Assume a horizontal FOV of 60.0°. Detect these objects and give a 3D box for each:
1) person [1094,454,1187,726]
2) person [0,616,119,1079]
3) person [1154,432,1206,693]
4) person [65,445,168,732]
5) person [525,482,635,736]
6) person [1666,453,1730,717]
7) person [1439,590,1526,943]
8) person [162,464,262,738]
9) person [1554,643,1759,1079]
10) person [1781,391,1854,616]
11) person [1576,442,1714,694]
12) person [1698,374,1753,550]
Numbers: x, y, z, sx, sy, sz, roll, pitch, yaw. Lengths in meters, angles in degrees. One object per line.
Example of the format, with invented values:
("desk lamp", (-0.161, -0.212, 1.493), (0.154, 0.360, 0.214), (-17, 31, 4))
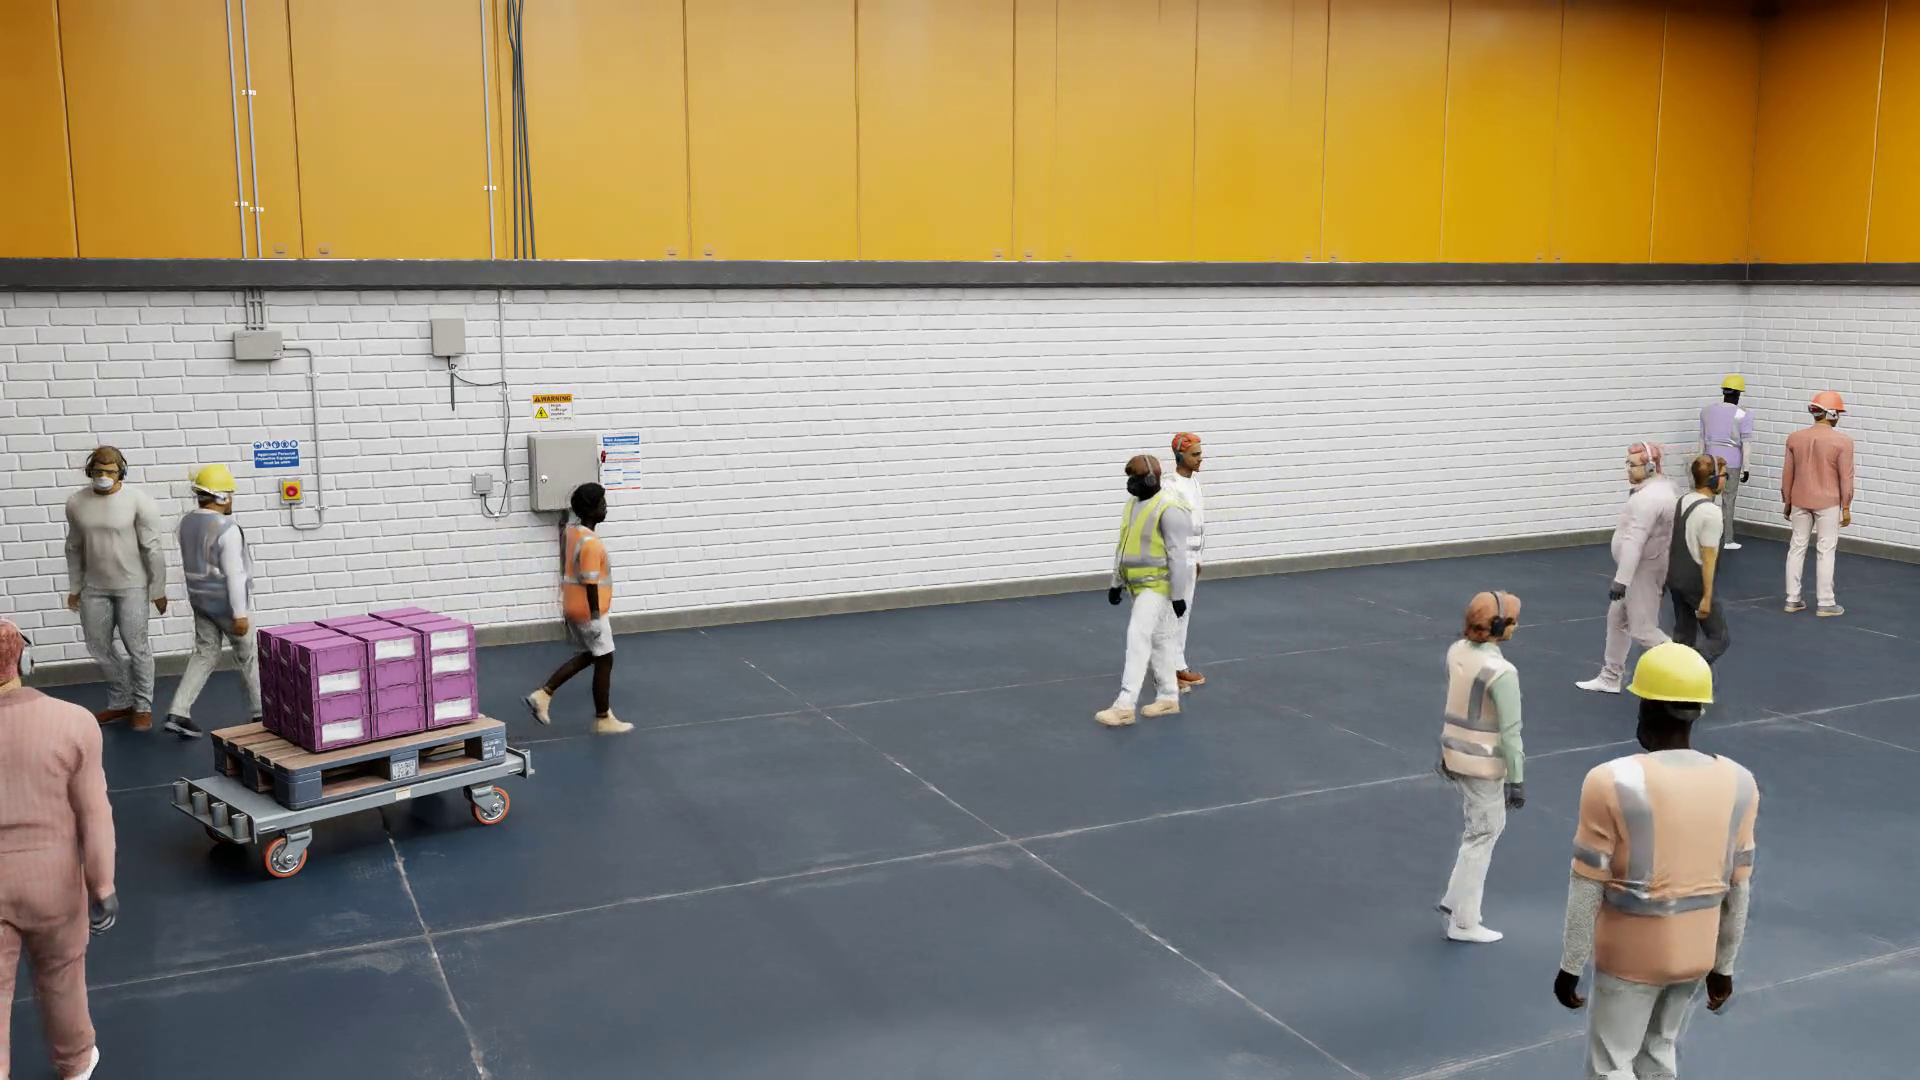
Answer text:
("person", (1.168, 0.335, 11.202), (0.842, 1.809, 0.629), (-3, 10, -20))
("person", (-3.320, 1.179, 5.830), (0.666, 1.863, 0.907), (-4, 10, -23))
("person", (1.603, 0.155, 12.088), (0.337, 1.882, 0.584), (5, 11, 29))
("person", (-5.554, 0.319, 10.967), (0.675, 1.919, 0.452), (1, 9, 7))
("person", (-2.482, 0.461, 10.799), (0.598, 1.681, 0.537), (-5, 10, -27))
("person", (4.976, 0.328, 11.208), (0.393, 1.832, 0.523), (-1, 9, -9))
("person", (2.366, 1.026, 7.488), (0.385, 1.623, 0.538), (-1, 9, -9))
("person", (-4.852, 0.400, 10.844), (0.602, 1.802, 0.822), (6, 11, 32))
("person", (2.172, 1.271, 5.108), (0.598, 1.904, 0.687), (-2, 9, -15))
("person", (7.605, -0.324, 14.741), (0.391, 1.988, 0.610), (-6, 11, -35))
("person", (4.842, 0.239, 11.652), (0.838, 1.866, 0.655), (4, 10, 25))
("person", (8.391, -0.853, 18.245), (0.388, 1.919, 0.585), (-8, 12, -40))
